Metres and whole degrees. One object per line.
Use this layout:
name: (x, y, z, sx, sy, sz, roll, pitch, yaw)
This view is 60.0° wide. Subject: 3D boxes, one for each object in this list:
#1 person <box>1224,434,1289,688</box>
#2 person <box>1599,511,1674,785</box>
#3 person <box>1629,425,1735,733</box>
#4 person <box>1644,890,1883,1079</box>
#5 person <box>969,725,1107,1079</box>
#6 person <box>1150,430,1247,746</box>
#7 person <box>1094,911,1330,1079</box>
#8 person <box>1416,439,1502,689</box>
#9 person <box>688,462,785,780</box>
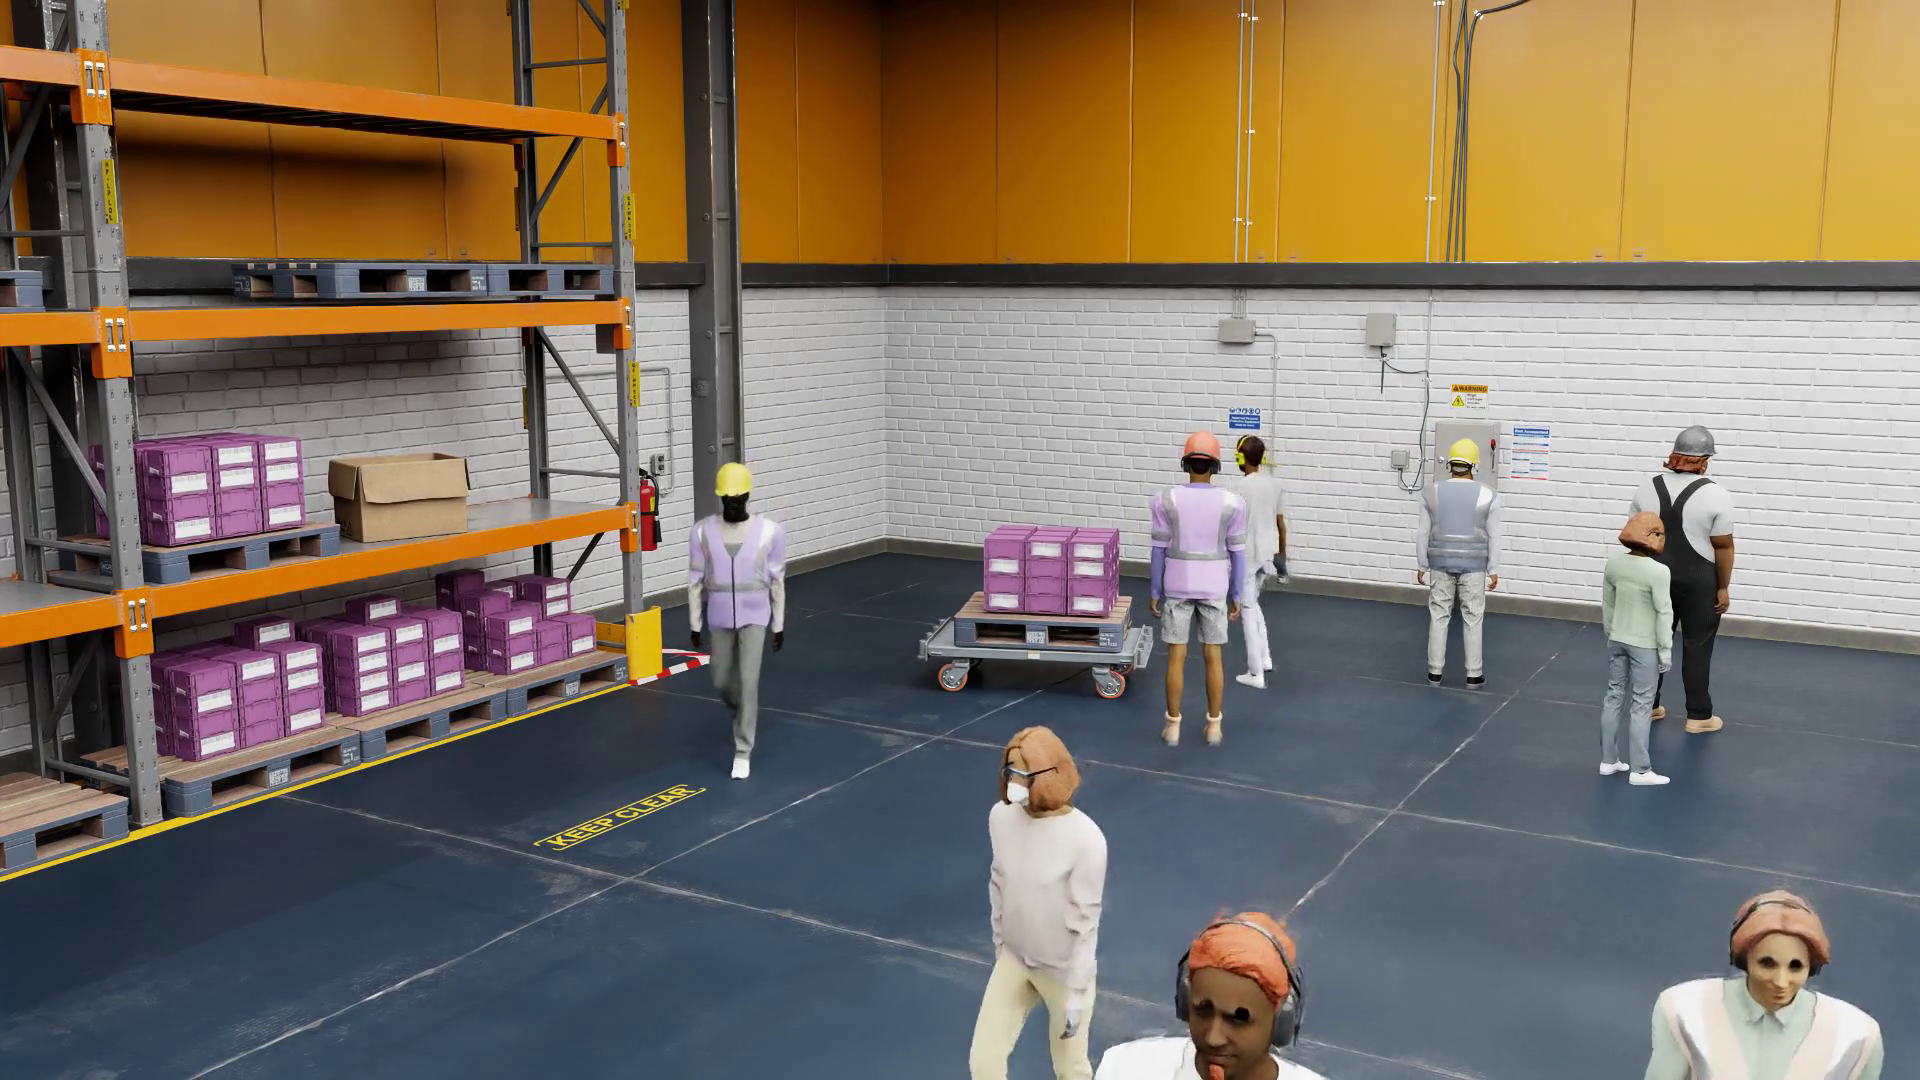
person: (2.151, 0.155, 12.269, 0.524, 1.850, 0.524, -5, 11, -30)
person: (4.034, 0.638, 9.911, 0.289, 1.632, 0.496, -4, 10, -24)
person: (4.841, 0.246, 11.083, 0.538, 2.000, 0.686, -7, 12, -39)
person: (1.864, 1.599, 3.930, 0.512, 1.624, 0.369, 4, 10, 25)
person: (0.211, 1.395, 5.259, 0.503, 1.613, 0.621, 8, 12, 41)
person: (1.519, 0.314, 10.678, 0.601, 2.038, 0.400, 1, 9, 4)
person: (0.527, 1.592, 3.235, 0.585, 1.866, 0.717, 5, 10, 29)
person: (3.651, 0.173, 12.187, 0.596, 1.831, 0.403, 4, 10, 23)
person: (-1.358, 0.455, 10.214, 0.595, 1.903, 0.759, 0, 9, 3)
